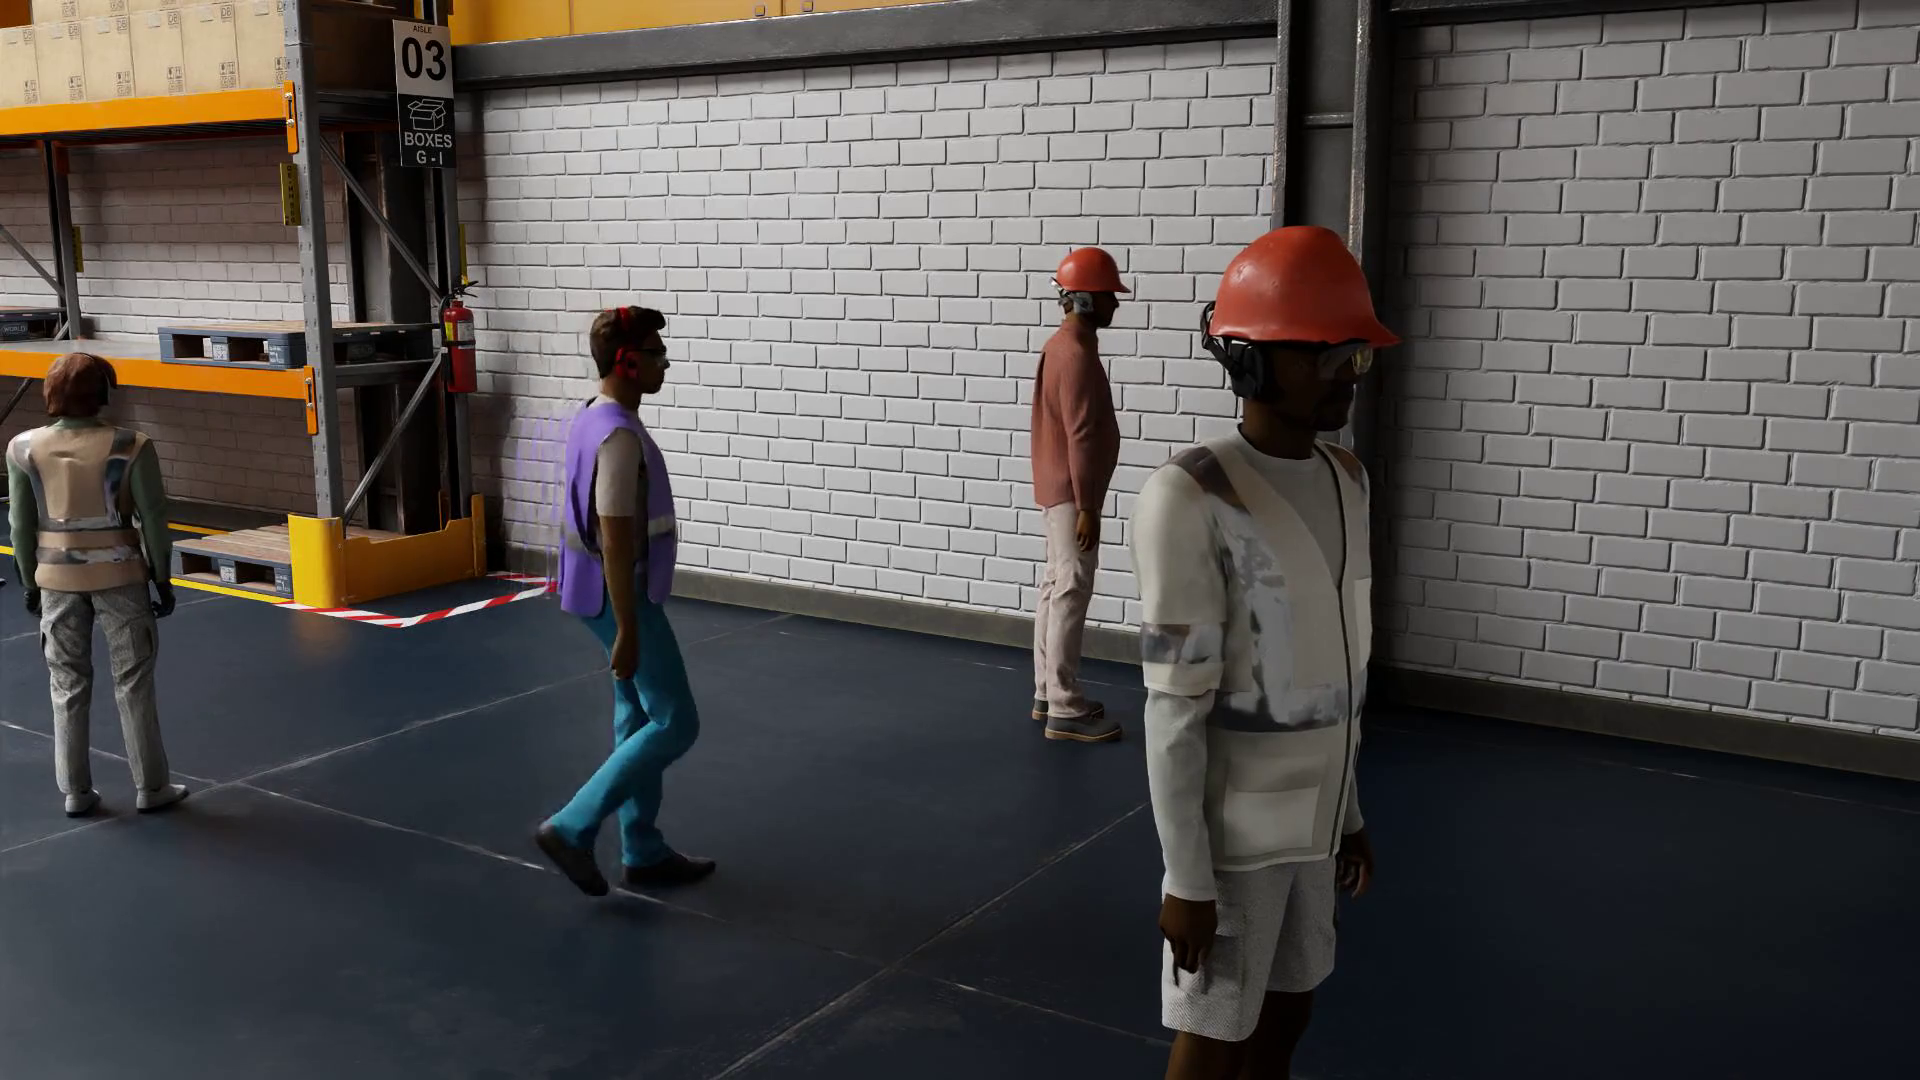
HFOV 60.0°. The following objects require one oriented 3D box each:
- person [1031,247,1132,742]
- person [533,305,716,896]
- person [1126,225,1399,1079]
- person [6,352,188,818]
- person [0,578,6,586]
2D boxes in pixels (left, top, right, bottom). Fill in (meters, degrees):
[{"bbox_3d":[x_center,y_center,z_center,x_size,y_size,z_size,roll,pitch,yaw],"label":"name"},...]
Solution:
[{"bbox_3d":[0.487,-0.187,6.795,0.395,1.992,0.623,-1,10,-6],"label":"person"},{"bbox_3d":[-1.029,0.204,5.093,0.463,1.830,0.566,-4,11,-19],"label":"person"},{"bbox_3d":[0.549,0.490,2.908,0.373,2.044,0.606,9,13,40],"label":"person"},{"bbox_3d":[-3.031,0.164,5.841,0.523,1.636,0.310,-1,10,-7],"label":"person"},{"bbox_3d":[-6.139,-0.626,9.689,1.037,1.857,0.673,4,11,19],"label":"person"}]
